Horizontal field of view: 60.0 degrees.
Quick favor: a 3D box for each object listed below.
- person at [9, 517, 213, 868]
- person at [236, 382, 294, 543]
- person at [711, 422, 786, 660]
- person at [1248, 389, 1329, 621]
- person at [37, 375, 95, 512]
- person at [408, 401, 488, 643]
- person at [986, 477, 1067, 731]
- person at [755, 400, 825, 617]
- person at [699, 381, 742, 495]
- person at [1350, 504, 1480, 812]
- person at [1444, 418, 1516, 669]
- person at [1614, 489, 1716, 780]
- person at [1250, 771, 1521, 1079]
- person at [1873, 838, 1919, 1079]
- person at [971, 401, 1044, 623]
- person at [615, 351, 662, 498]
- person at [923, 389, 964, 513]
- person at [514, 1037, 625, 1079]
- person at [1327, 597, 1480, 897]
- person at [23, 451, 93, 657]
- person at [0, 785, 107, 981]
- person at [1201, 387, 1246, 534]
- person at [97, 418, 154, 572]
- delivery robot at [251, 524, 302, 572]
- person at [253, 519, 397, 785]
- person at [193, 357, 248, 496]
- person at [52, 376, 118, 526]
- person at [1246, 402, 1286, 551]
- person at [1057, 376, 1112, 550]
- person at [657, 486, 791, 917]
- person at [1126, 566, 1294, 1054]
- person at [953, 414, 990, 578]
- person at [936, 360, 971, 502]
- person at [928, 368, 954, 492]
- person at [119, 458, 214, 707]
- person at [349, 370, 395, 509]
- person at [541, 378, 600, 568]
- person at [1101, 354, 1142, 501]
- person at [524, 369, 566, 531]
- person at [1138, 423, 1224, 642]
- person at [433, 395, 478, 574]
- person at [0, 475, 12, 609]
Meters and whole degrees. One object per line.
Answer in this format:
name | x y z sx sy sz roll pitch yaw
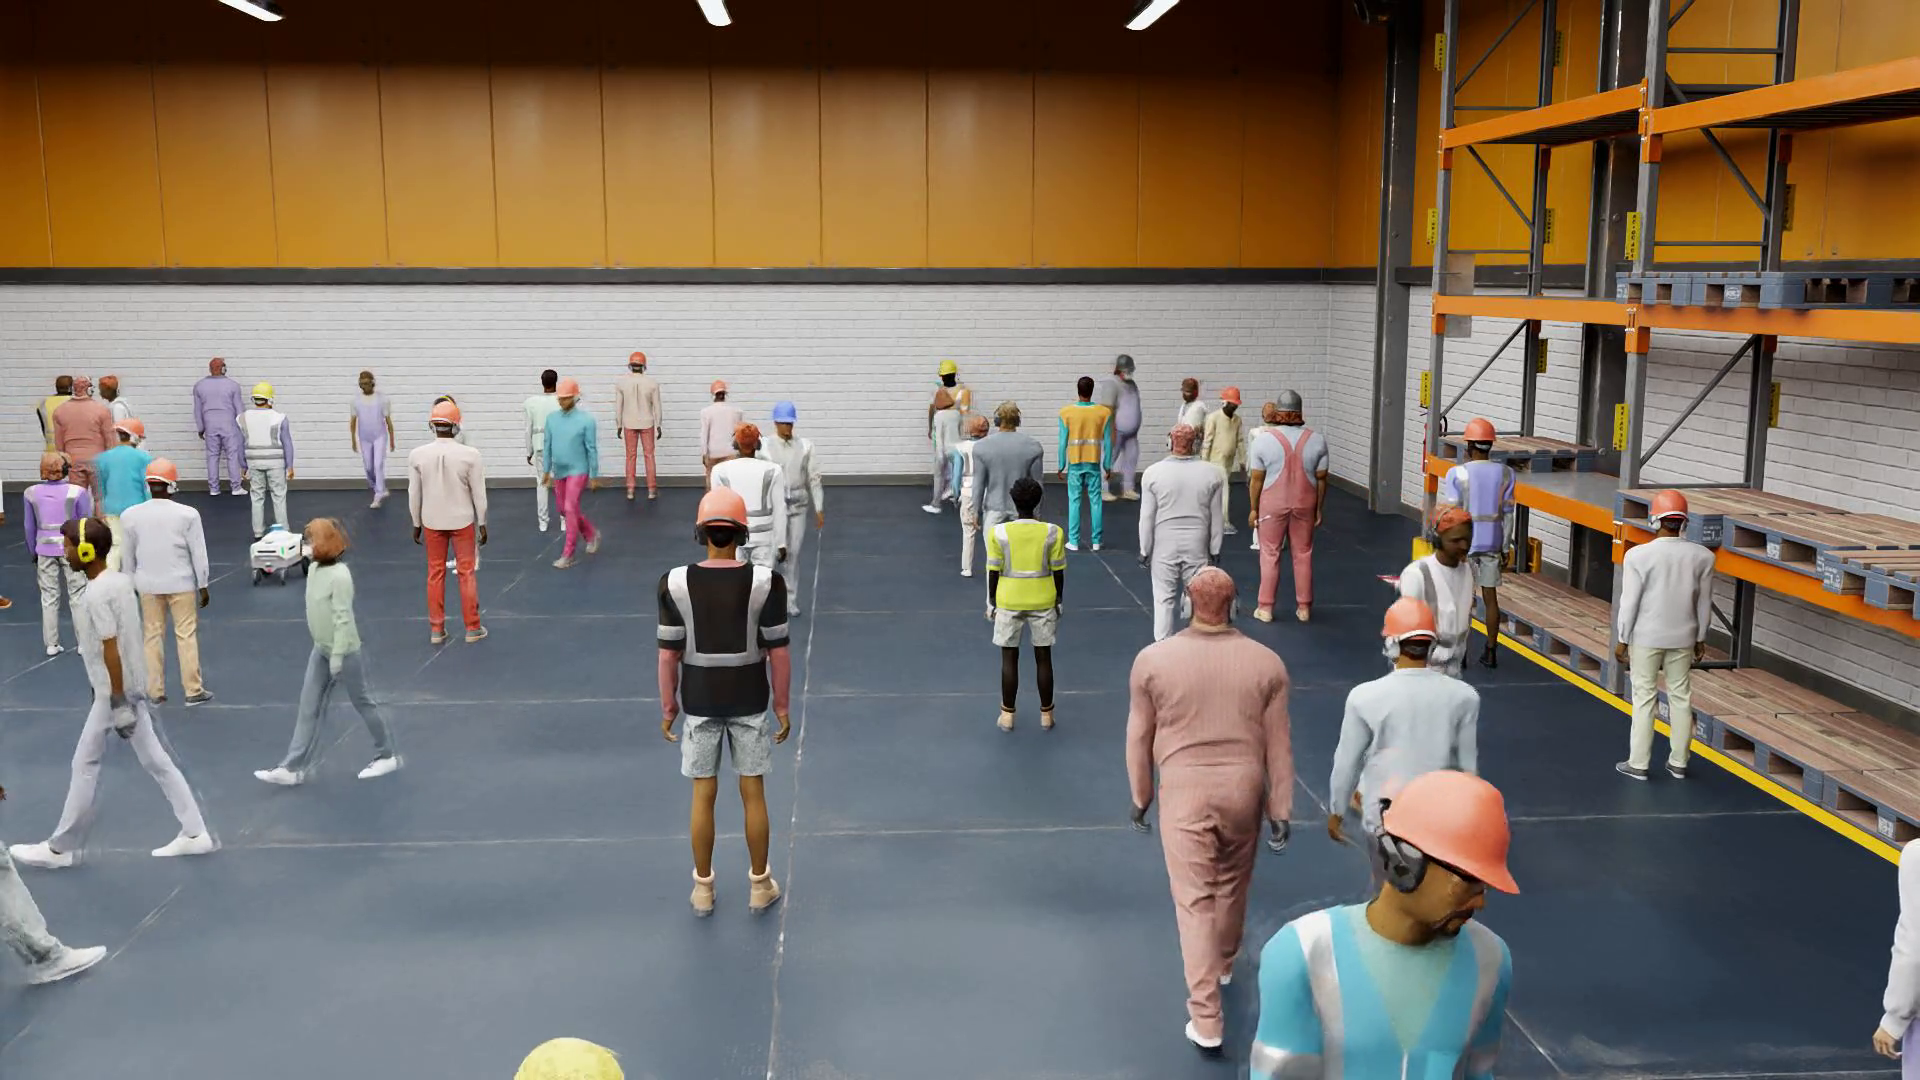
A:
person | -4.363 0.778 8.511 0.975 1.813 0.547 -1 9 -9
person | -7.777 -0.854 18.669 0.603 1.830 0.404 -1 9 -4
person | -1.654 0.016 13.046 0.587 1.883 0.341 -1 9 -4
person | 2.846 -0.306 14.581 0.690 2.000 0.538 -1 9 -4
person | -10.847 -1.110 20.327 0.624 1.813 0.801 -1 9 -6
person | -4.205 -0.145 13.712 0.625 1.992 0.388 -1 9 -4
person | 0.436 0.428 11.048 0.542 1.695 0.316 -1 9 -4
person | -1.514 -0.262 14.625 0.638 1.930 0.543 -3 10 -21
person | -3.000 -1.129 20.763 0.575 1.708 0.855 -3 10 -21
person | 2.525 0.702 8.899 0.621 1.831 1.014 -5 10 -30
person | 3.965 0.029 12.803 0.553 1.933 0.368 -1 9 -4
person | 4.212 0.566 9.999 0.575 1.749 0.335 -1 9 -4
person | 0.904 1.448 3.774 0.640 1.977 1.036 -1 9 -6
person | 2.933 1.381 4.849 0.535 1.767 0.316 -1 9 -4
person | 0.414 -0.241 14.491 0.638 1.937 0.356 -1 9 -4
person | -4.353 -1.557 22.574 0.625 1.992 0.388 -1 9 -4
person | -0.092 -1.103 20.958 0.528 1.597 0.823 -9 12 -43
person | -0.481 1.729 2.867 0.508 1.700 0.823 -8 12 -43
person | 1.783 1.080 6.861 0.571 1.720 0.767 -2 9 -11
person | -7.125 0.114 13.199 0.525 1.639 0.307 -1 9 -4
person | -4.201 1.093 6.920 0.491 1.684 0.938 8 12 42
person | 3.150 -0.924 19.467 0.573 1.711 0.773 -7 12 -38
person | -7.804 -0.296 15.638 0.579 1.689 0.908 0 9 2
delivery robot | -6.743 0.087 16.467 0.477 0.478 0.707 -1 9 -3
person | -3.751 0.672 9.826 0.518 1.595 0.846 9 12 43
person | -10.109 -1.545 22.779 0.655 1.906 0.407 -1 9 -4
person | -9.789 -0.888 18.685 0.674 1.902 0.395 -1 9 -5
person | 3.393 -0.688 18.238 0.525 1.639 0.307 -1 9 -4
person | 1.373 -0.840 18.312 0.600 1.917 0.376 -1 9 -4
person | -1.108 0.762 7.872 0.616 2.039 0.385 -1 9 -4
person | 1.006 1.044 6.736 0.653 1.849 0.980 -1 9 -3
person | 0.188 -0.433 16.634 0.525 1.639 0.307 -1 9 -4
person | -0.089 -1.448 22.170 0.609 1.901 0.484 7 12 39
person | -0.184 -1.558 23.054 0.520 1.844 0.330 -1 9 -4
person | -5.561 0.298 11.688 0.575 1.747 0.340 -1 9 -4
person | -7.676 -1.337 21.797 0.547 1.813 0.722 0 9 -3
person | -4.055 -0.733 17.483 0.610 1.970 0.860 4 10 26
person | 2.118 -1.512 22.151 0.733 2.000 0.702 9 13 44
person | -4.839 -1.059 19.693 0.600 1.917 0.376 -1 9 -4
person | 1.681 0.056 12.729 0.655 1.906 0.407 -1 9 -4
person | -5.113 -0.558 16.819 0.464 1.830 0.555 -7 11 -36
person | -8.895 -0.286 14.943 0.587 1.882 0.341 -1 9 -4
